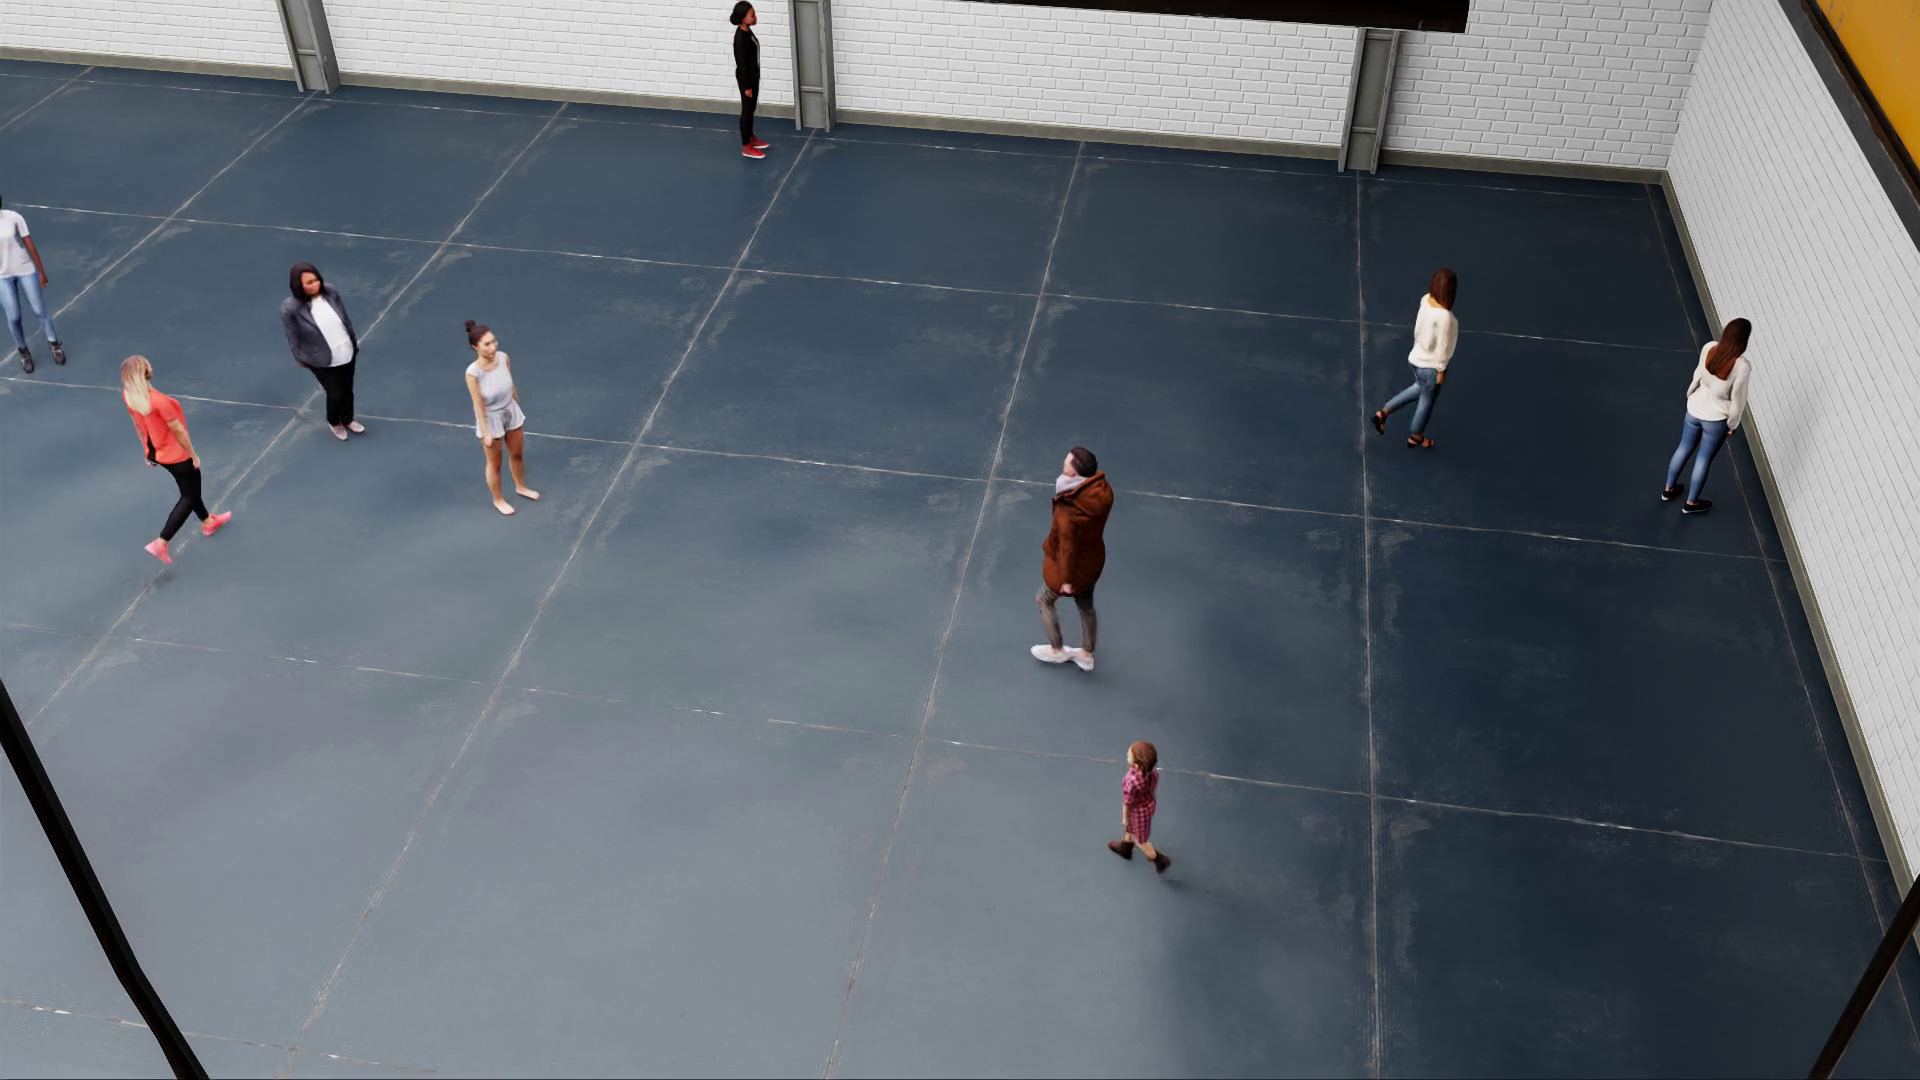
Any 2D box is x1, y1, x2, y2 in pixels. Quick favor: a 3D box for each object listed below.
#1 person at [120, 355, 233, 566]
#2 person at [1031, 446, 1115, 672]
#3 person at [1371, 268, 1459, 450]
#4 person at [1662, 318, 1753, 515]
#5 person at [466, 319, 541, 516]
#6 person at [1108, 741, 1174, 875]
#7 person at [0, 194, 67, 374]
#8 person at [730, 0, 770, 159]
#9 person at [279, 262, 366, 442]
[{"bbox_3d":[-5.887,-0.575,12.274,1.051,1.674,0.885,18,42,21],"label":"person"},{"bbox_3d":[0.853,0.189,11.202,0.896,1.819,0.857,27,46,30],"label":"person"},{"bbox_3d":[3.682,-1.424,13.341,0.859,1.669,0.731,-3,39,-4],"label":"person"},{"bbox_3d":[5.752,-0.962,12.747,0.740,1.689,0.704,-18,42,-22],"label":"person"},{"bbox_3d":[-3.567,-0.946,12.791,0.667,1.609,0.653,23,44,26],"label":"person"},{"bbox_3d":[1.112,1.627,10.048,0.742,1.011,0.609,27,46,30],"label":"person"},{"bbox_3d":[-8.176,-2.307,14.408,0.695,1.717,0.783,-16,41,-19],"label":"person"},{"bbox_3d":[-2.261,-4.912,17.705,0.531,1.675,0.614,3,39,3],"label":"person"},{"bbox_3d":[-5.193,-1.559,13.577,0.792,1.586,0.770,23,44,26],"label":"person"}]
